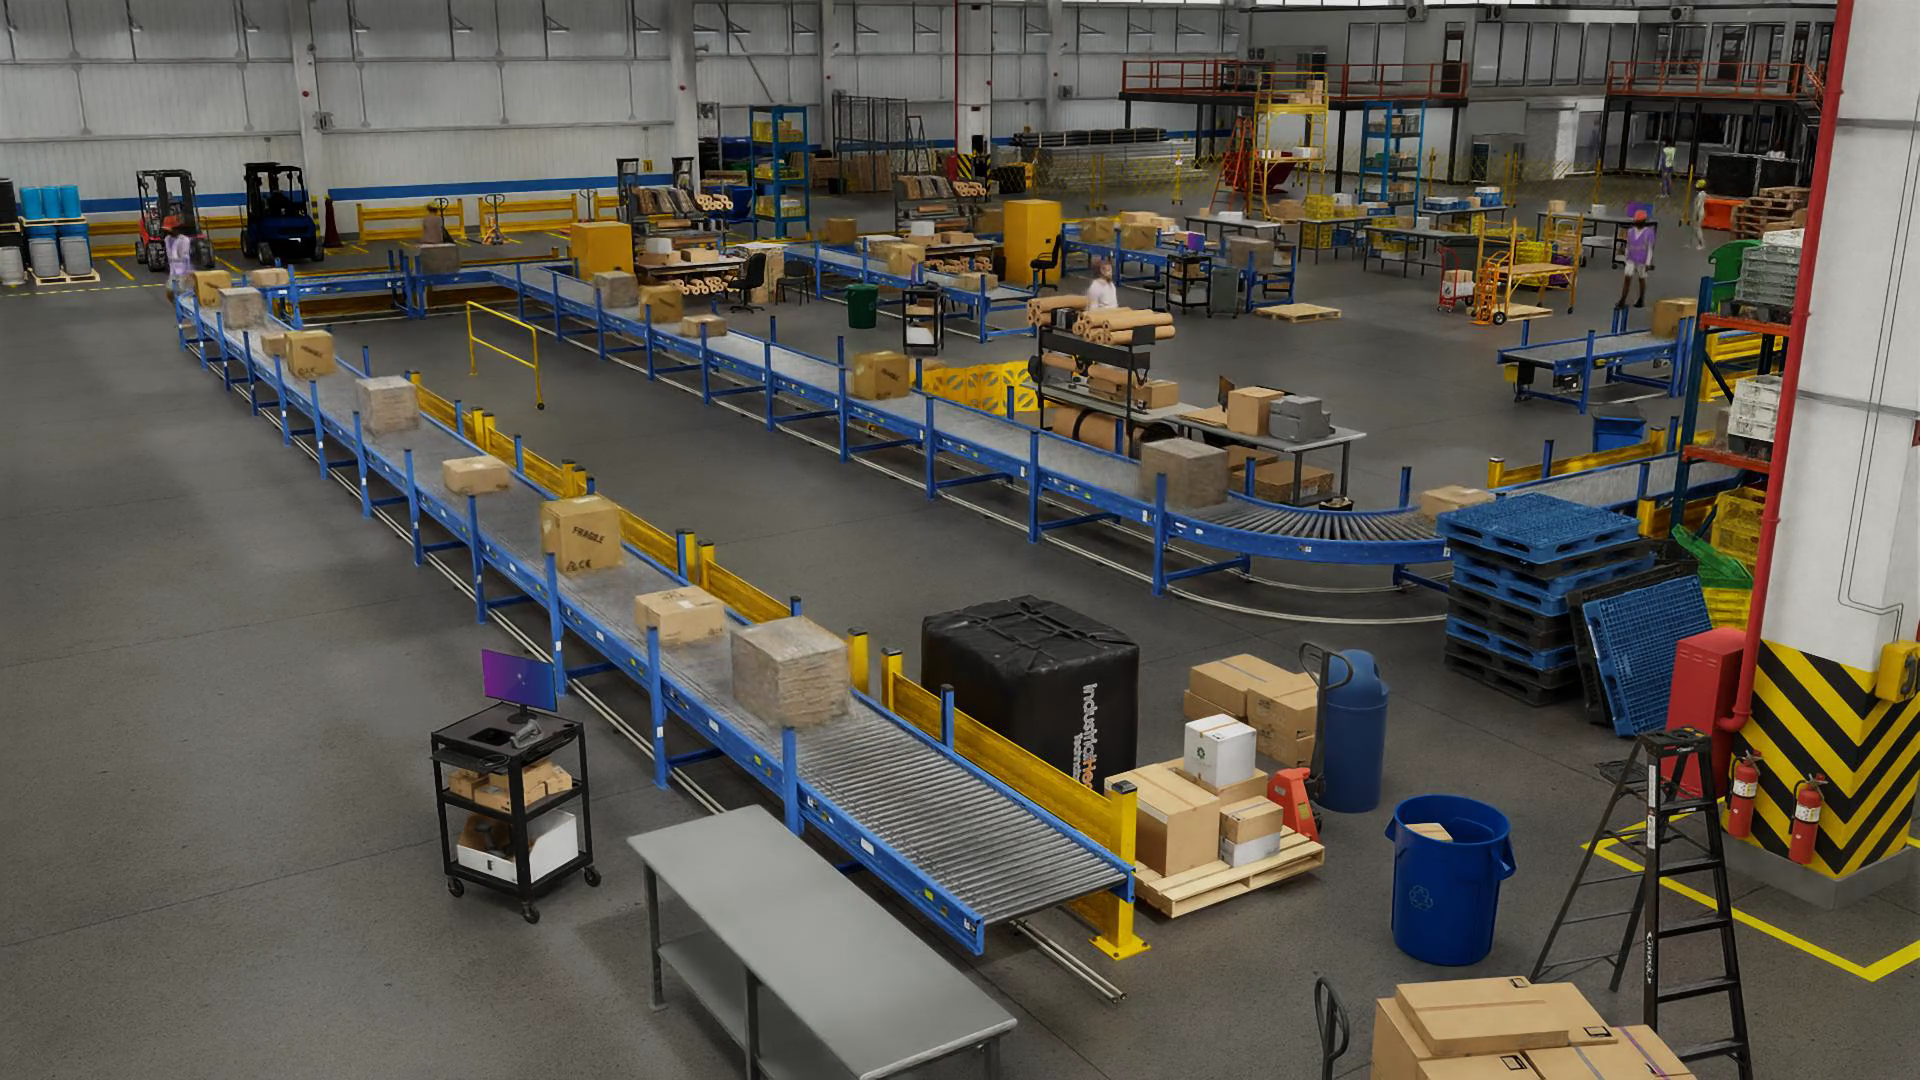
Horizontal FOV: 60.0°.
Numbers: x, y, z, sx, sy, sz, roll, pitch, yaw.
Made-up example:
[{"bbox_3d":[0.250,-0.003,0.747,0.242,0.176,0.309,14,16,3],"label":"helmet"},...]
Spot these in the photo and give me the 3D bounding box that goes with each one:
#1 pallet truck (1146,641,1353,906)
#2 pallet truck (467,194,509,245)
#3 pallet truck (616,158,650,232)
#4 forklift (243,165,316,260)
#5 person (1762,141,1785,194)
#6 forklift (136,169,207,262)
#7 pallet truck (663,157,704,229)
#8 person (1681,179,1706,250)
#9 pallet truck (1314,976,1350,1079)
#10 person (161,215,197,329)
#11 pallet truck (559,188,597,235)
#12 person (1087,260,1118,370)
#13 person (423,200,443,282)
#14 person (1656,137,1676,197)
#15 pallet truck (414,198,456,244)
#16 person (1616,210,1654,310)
[{"bbox_3d":[1.664,1.407,10.232,1.630,1.274,0.653,-10,20,-31],"label":"pallet truck"},{"bbox_3d":[-11.983,-8.177,42.137,0.704,1.261,1.522,-11,20,-33],"label":"pallet truck"},{"bbox_3d":[-8.918,-9.176,44.255,0.823,1.965,1.885,-9,19,-27],"label":"pallet truck"},{"bbox_3d":[-15.898,-7.669,38.708,1.157,1.987,2.680,-11,20,-33],"label":"forklift"},{"bbox_3d":[26.148,-11.871,53.451,0.580,1.864,0.827,16,23,42],"label":"person"},{"bbox_3d":[-17.842,-7.318,37.559,1.157,1.987,2.680,-10,20,-31],"label":"forklift"},{"bbox_3d":[-7.586,-9.308,44.692,0.823,1.965,1.885,-11,20,-33],"label":"pallet truck"},{"bbox_3d":[18.127,-7.999,40.827,0.606,1.713,0.545,9,19,27],"label":"person"},{"bbox_3d":[2.299,2.390,7.086,1.601,1.201,0.680,-2,17,-7],"label":"pallet truck"},{"bbox_3d":[-13.854,-4.731,29.446,0.599,2.012,0.504,7,18,23],"label":"person"},{"bbox_3d":[-10.010,-8.652,43.699,0.653,1.274,1.630,-10,20,-31],"label":"pallet truck"},{"bbox_3d":[2.073,-3.210,24.614,0.881,1.875,0.651,9,19,28],"label":"person"},{"bbox_3d":[-11.074,-6.239,34.908,0.536,1.755,0.517,8,19,25],"label":"person"},{"bbox_3d":[23.128,-12.183,54.393,0.590,1.920,0.399,-9,19,-27],"label":"person"},{"bbox_3d":[-13.250,-8.060,41.856,0.680,1.201,1.601,-10,20,-31],"label":"pallet truck"},{"bbox_3d":[12.868,-5.320,31.621,0.980,1.884,0.561,-16,23,-43],"label":"person"}]
